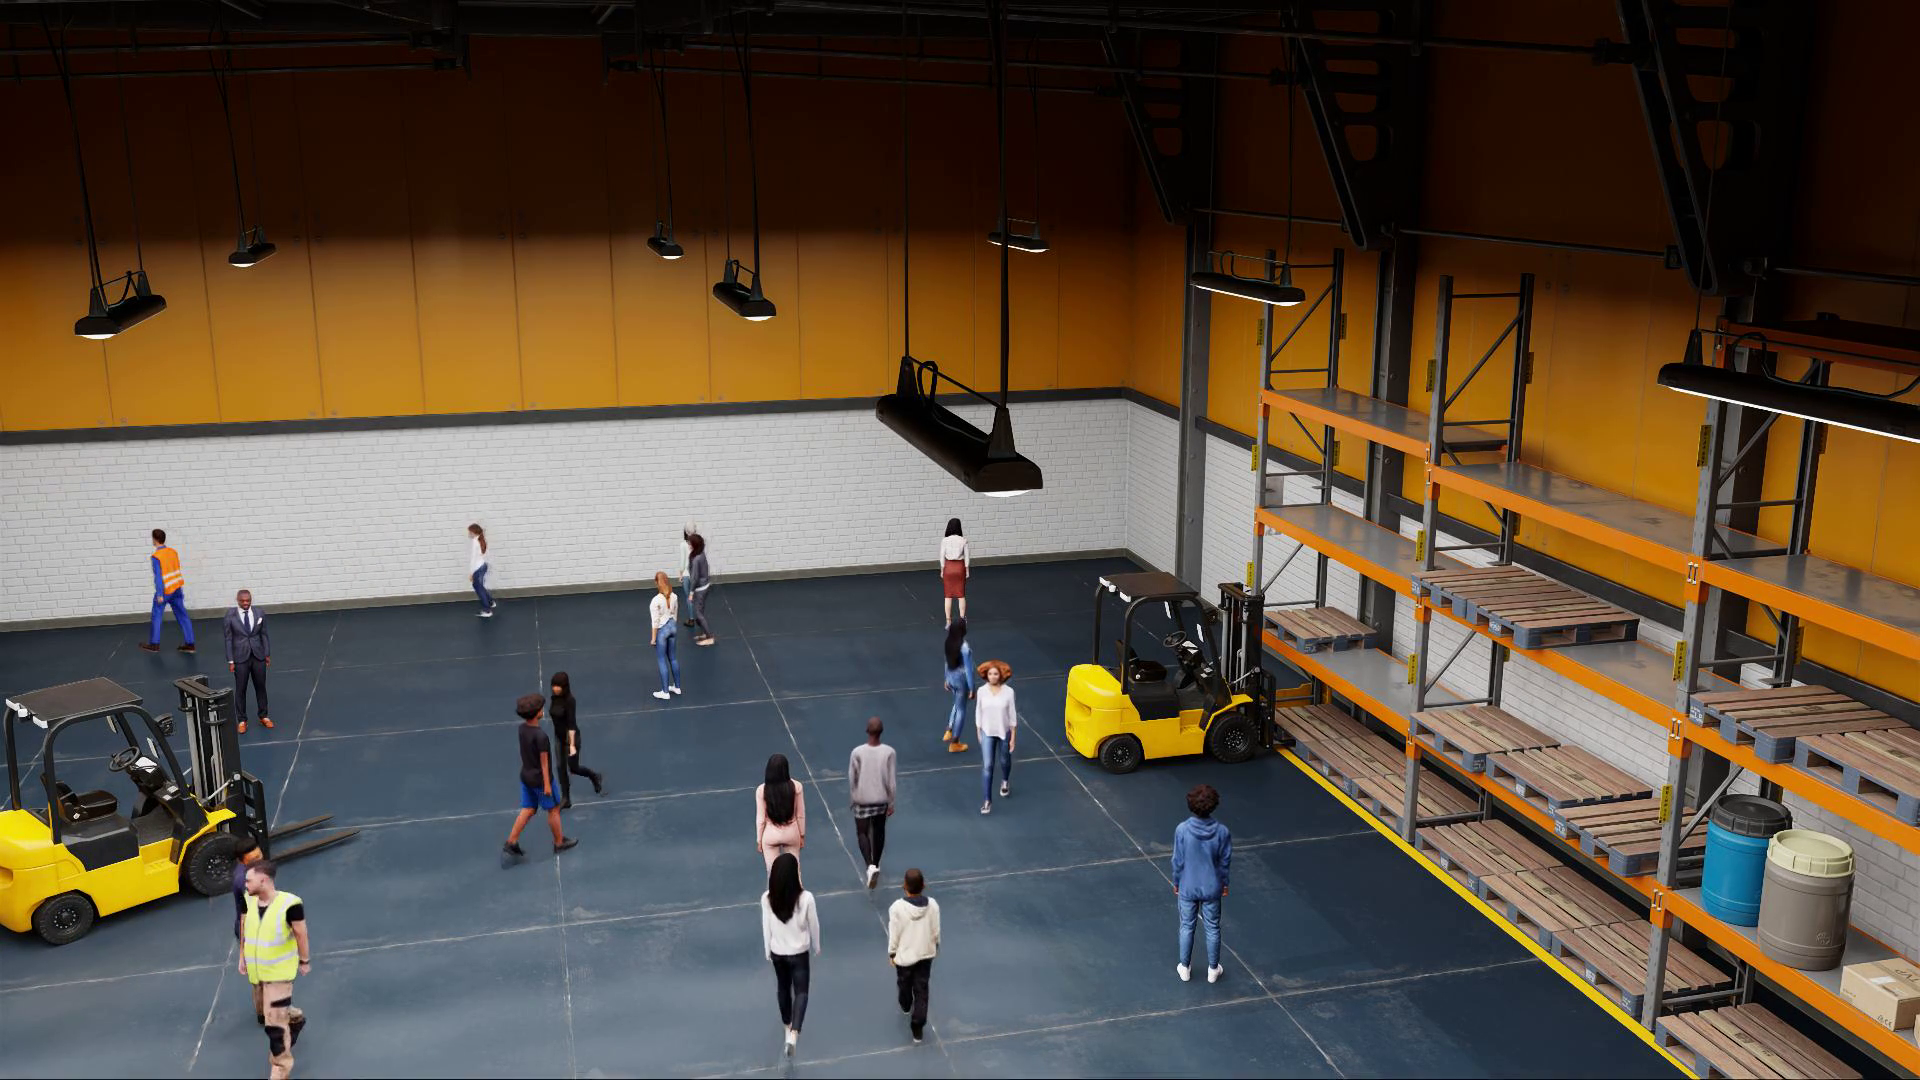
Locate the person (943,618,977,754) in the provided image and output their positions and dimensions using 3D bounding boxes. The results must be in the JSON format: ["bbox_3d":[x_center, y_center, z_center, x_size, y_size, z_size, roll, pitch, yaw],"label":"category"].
[{"bbox_3d":[-0.095,1.778,20.161,0.783,1.697,0.678,-10,17,-35],"label":"person"}]

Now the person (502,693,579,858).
[{"bbox_3d":[-4.425,2.465,17.154,1.088,1.776,1.038,12,18,41],"label":"person"}]

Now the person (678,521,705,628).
[{"bbox_3d":[-4.124,0.506,25.525,0.640,1.644,0.620,-11,18,-39],"label":"person"}]

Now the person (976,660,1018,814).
[{"bbox_3d":[0.441,2.147,18.686,0.927,1.674,1.210,2,14,9],"label":"person"}]

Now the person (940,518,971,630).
[{"bbox_3d":[-0.084,0.518,25.250,0.646,1.750,0.582,-1,14,-3],"label":"person"}]

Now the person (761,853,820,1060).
[{"bbox_3d":[-1.404,3.390,13.534,0.853,1.683,1.068,2,14,8],"label":"person"}]

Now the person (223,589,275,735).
[{"bbox_3d":[-9.012,1.496,21.053,0.772,1.825,0.744,-10,17,-35],"label":"person"}]

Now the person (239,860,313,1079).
[{"bbox_3d":[-5.466,3.402,13.273,1.050,1.782,1.228,3,14,11],"label":"person"}]

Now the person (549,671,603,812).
[{"bbox_3d":[-4.326,2.208,18.554,0.930,1.616,0.954,9,17,34],"label":"person"}]

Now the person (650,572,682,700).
[{"bbox_3d":[-3.943,1.257,22.246,0.724,1.728,0.681,9,16,33],"label":"person"}]

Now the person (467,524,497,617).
[{"bbox_3d":[-7.481,0.470,25.938,0.751,1.519,0.566,2,14,8],"label":"person"}]

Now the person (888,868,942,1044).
[{"bbox_3d":[-0.373,3.466,13.776,0.700,1.421,0.953,-1,14,-5],"label":"person"}]

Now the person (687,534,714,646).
[{"bbox_3d":[-3.790,0.726,24.444,0.837,1.725,0.606,3,14,12],"label":"person"}]

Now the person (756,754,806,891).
[{"bbox_3d":[-1.693,2.835,15.743,0.609,1.721,0.515,-3,14,-14],"label":"person"}]

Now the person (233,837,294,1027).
[{"bbox_3d":[-5.921,3.281,13.877,0.819,1.733,0.577,-9,16,-32],"label":"person"}]

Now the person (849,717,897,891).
[{"bbox_3d":[-0.870,2.626,16.530,0.668,1.758,1.014,-2,14,-9],"label":"person"}]

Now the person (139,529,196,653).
[{"bbox_3d":[-11.375,0.767,24.054,1.104,1.828,1.133,3,14,13],"label":"person"}]

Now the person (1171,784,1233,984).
[{"bbox_3d":[2.129,3.034,14.736,0.752,1.808,0.711,2,14,9],"label":"person"}]
